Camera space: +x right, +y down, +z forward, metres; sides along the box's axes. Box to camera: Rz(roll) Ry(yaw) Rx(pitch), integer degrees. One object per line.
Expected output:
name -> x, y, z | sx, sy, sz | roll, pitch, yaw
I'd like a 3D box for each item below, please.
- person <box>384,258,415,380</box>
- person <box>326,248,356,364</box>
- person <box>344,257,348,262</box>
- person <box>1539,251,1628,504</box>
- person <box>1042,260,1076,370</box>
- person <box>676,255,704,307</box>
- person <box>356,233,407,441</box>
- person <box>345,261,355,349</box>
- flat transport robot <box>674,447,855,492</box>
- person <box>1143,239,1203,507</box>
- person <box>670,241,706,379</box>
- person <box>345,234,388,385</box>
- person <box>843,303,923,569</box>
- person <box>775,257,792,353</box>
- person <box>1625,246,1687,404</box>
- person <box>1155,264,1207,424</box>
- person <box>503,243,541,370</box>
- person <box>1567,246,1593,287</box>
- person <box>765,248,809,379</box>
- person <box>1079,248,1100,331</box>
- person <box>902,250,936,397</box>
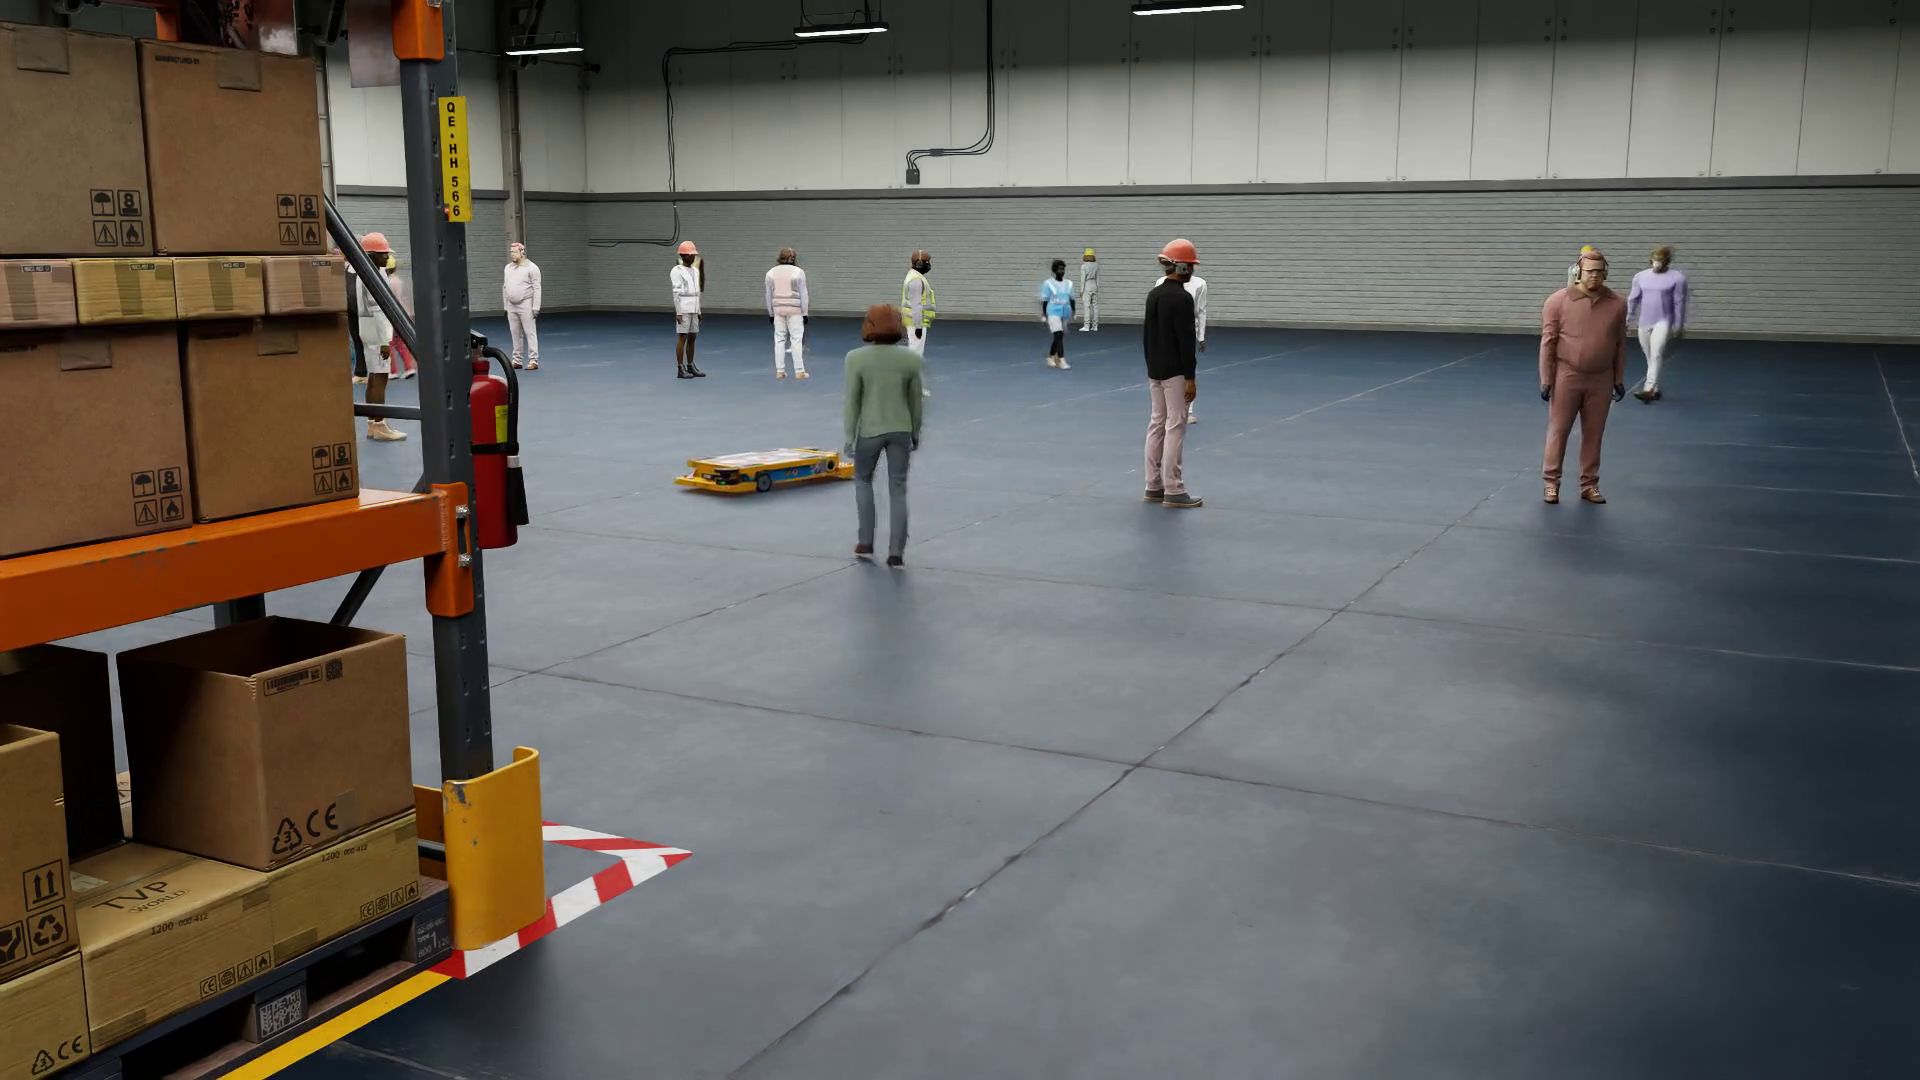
person -> -7.939, -3.098, 23.271 | 0.475, 1.719, 0.564 | 1, 10, 3
person -> -9.254, -3.425, 24.781 | 0.597, 1.832, 0.468 | 9, 14, 40
person -> -13.231, -5.666, 36.568 | 0.614, 1.993, 0.395 | 5, 11, 24
person -> 4.709, -1.217, 12.554 | 0.652, 1.904, 0.402 | 0, 10, 1
person -> 1.491, -3.427, 25.285 | 0.536, 1.655, 0.852 | -5, 12, -26
person -> -6.147, -5.820, 37.866 | 0.630, 1.828, 0.516 | -1, 10, -5
person -> -5.728, -1.997, 16.426 | 0.375, 2.042, 0.615 | -6, 12, -30
person -> -10.856, -4.299, 29.554 | 0.455, 1.836, 0.545 | -4, 11, -21
flat transport robot -> -1.561, -0.583, 13.552 | 0.652, 0.197, 1.431 | 9, 14, 42
person -> 1.606, -1.246, 12.467 | 0.397, 1.990, 0.623 | -4, 11, -22
person -> -3.852, -3.266, 23.637 | 0.361, 1.938, 0.545 | 5, 12, 26
person -> -8.088, -3.106, 22.481 | 0.687, 2.000, 0.535 | 5, 12, 27
person -> -0.492, -0.651, 10.274 | 0.530, 1.609, 0.683 | -3, 11, -17
person -> -2.953, -4.031, 28.531 | 0.406, 1.662, 0.597 | -1, 10, -4
person -> 8.390, -2.594, 20.131 | 1.037, 1.881, 0.653 | -10, 14, -42
person -> 2.366, -2.188, 17.903 | 0.575, 1.885, 0.355 | -1, 10, -5
person -> -6.622, -3.508, 25.041 | 0.652, 1.906, 0.405 | 5, 11, 24
person -> 11.268, -4.385, 30.021 | 0.588, 1.834, 0.403 | 8, 13, 37
person -> -2.421, -3.197, 23.540 | 0.619, 1.838, 0.430 | 3, 11, 18
person -> 2.744, -5.311, 35.317 | 0.485, 1.744, 0.294 | -7, 13, -34
person -> -0.514, -2.701, 20.851 | 0.430, 1.836, 0.627 | 0, 10, -2
